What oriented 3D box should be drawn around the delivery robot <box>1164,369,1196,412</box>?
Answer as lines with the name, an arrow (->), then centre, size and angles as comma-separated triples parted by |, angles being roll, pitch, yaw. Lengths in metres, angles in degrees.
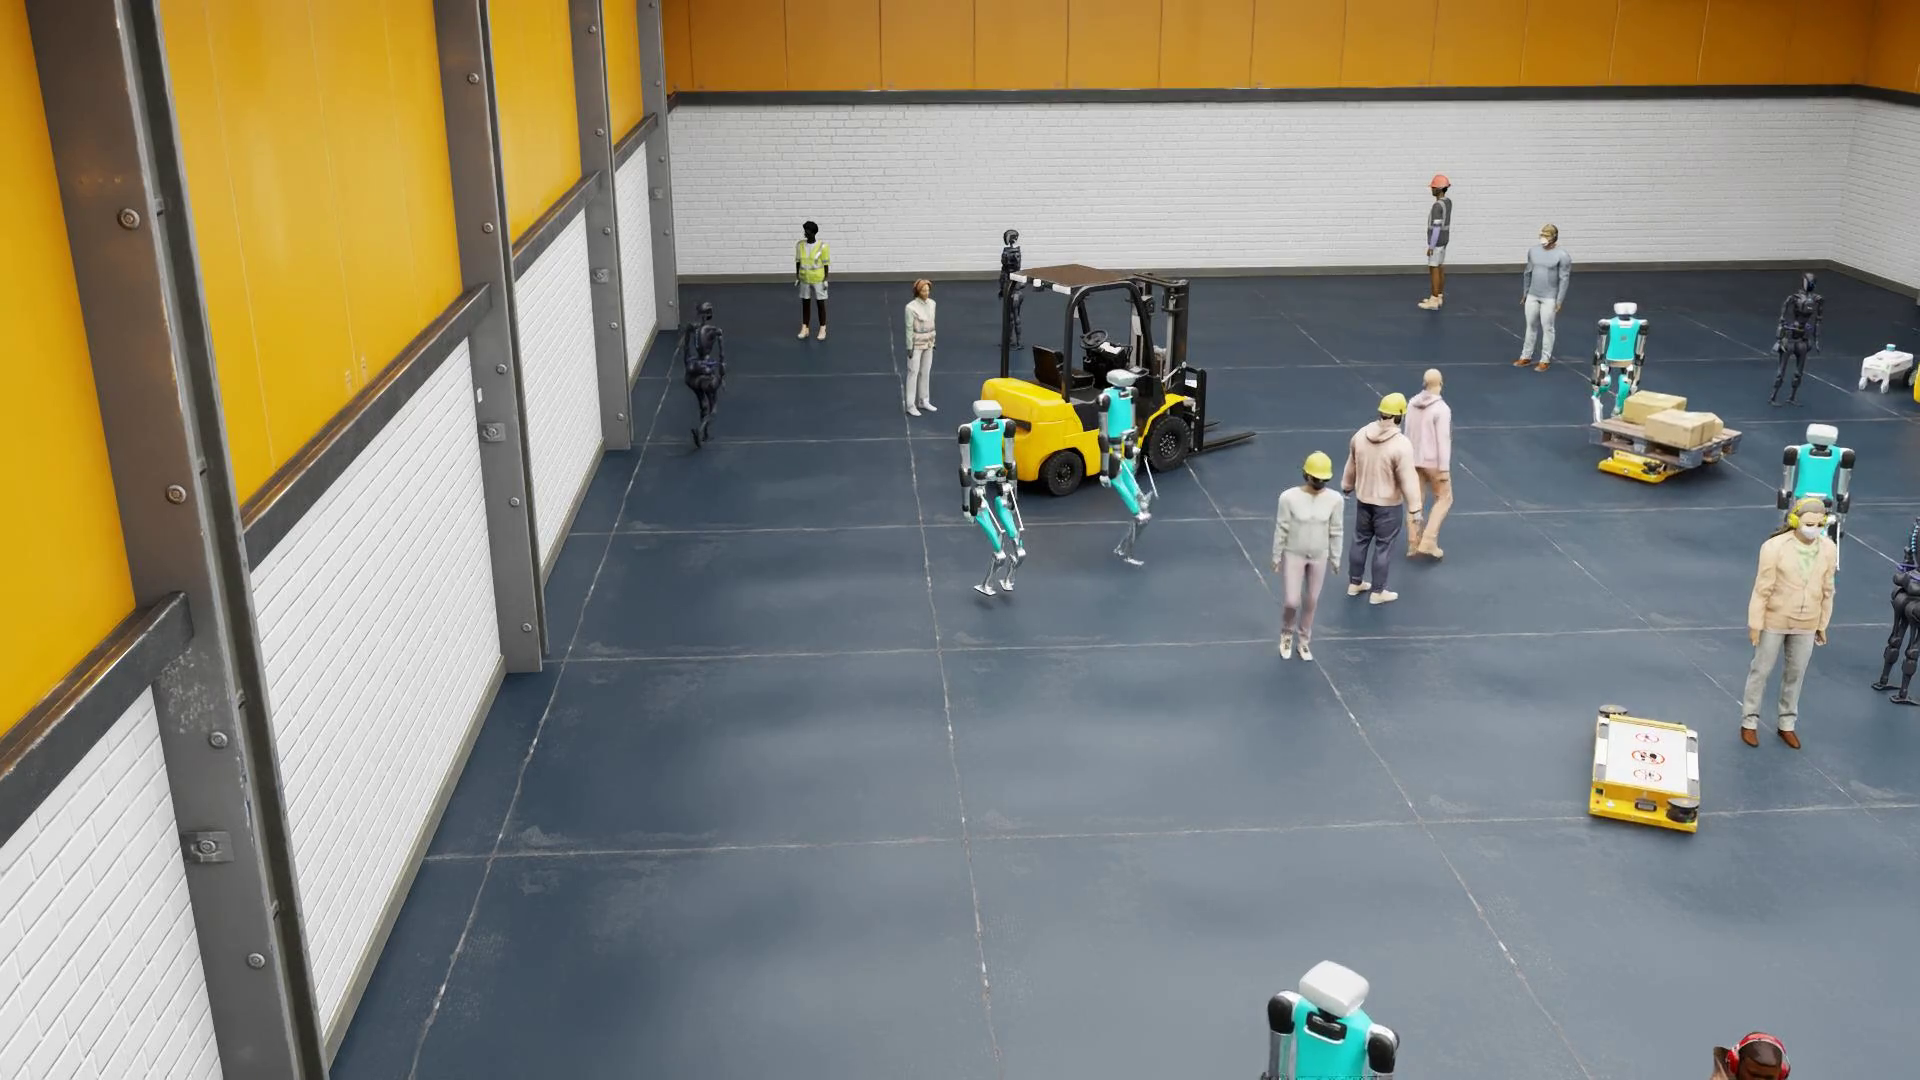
delivery robot -> 2.479, -1.755, 19.980 | 0.765, 0.585, 0.499 | 6, 21, 15

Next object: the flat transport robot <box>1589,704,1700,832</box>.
flat transport robot -> 4.697, 1.549, 11.406 | 0.659, 0.231, 1.431 | 8, 22, 20

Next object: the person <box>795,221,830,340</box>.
person -> -2.098, -3.684, 23.597 | 0.529, 1.692, 0.321 | 7, 21, 18

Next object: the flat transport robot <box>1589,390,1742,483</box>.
flat transport robot -> 7.645, -0.912, 18.112 | 1.431, 0.231, 0.659 | -15, 25, -36

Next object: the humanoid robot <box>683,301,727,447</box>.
humanoid robot -> -2.934, -1.855, 18.670 | 0.600, 1.636, 0.635 | 10, 22, 25

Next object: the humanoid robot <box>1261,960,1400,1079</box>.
humanoid robot -> 1.251, 2.605, 6.464 | 0.538, 1.774, 0.983 | 14, 24, 33

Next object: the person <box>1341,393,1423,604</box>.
person -> 3.598, -0.354, 14.292 | 0.428, 1.856, 0.820 | -16, 25, -37

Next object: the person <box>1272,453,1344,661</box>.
person -> 2.736, 0.138, 13.098 | 0.543, 1.748, 0.420 | -2, 20, -4

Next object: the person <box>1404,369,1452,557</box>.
person -> 4.293, -0.696, 15.369 | 0.427, 1.757, 0.551 | -15, 25, -35

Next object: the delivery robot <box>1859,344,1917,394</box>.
delivery robot -> 11.818, -2.189, 21.189 | 0.807, 0.603, 0.499 | -15, 25, -35

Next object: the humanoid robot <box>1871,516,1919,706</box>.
humanoid robot -> 7.200, 0.399, 12.476 | 0.315, 1.657, 0.599 | 0, 20, 0

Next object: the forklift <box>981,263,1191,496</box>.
forklift -> 1.315, -1.764, 17.646 | 2.313, 2.155, 1.214 | -14, 24, -33

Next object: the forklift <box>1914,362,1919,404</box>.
forklift -> 12.602, -2.435, 19.475 | 2.313, 2.155, 1.214 | -1, 20, -4

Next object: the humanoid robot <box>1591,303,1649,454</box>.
humanoid robot -> 7.233, -1.790, 18.474 | 0.552, 1.831, 0.835 | 3, 20, 9

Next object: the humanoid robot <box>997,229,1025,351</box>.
humanoid robot -> 0.717, -3.465, 23.004 | 0.315, 1.657, 0.599 | -8, 22, -20

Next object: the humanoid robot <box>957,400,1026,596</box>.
humanoid robot -> 0.326, -0.315, 14.161 | 0.533, 1.677, 0.735 | -8, 22, -22

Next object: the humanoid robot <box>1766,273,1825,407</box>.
humanoid robot -> 10.171, -2.437, 20.220 | 0.608, 1.650, 0.319 | -3, 20, -8

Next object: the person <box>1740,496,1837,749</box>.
person -> 5.848, 0.572, 11.757 | 0.559, 1.870, 0.402 | 1, 20, 2

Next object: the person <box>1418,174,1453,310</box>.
person -> 7.288, -4.566, 25.498 | 0.393, 2.042, 0.609 | 12, 23, 30

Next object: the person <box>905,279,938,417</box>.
person -> -0.467, -2.318, 19.950 | 0.309, 1.638, 0.522 | 16, 25, 36

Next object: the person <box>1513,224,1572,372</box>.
person -> 7.684, -3.193, 21.907 | 0.378, 1.939, 0.628 | -15, 25, -36

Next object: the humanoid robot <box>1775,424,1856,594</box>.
humanoid robot -> 6.928, -0.010, 13.556 | 0.556, 1.793, 0.705 | 7, 21, 20

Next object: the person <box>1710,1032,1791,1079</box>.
person -> 2.994, 2.605, 6.517 | 0.471, 1.650, 0.316 | -3, 20, -8

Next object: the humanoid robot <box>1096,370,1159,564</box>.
humanoid robot -> 1.606, -0.626, 15.255 | 0.704, 1.826, 0.530 | 17, 26, 39
